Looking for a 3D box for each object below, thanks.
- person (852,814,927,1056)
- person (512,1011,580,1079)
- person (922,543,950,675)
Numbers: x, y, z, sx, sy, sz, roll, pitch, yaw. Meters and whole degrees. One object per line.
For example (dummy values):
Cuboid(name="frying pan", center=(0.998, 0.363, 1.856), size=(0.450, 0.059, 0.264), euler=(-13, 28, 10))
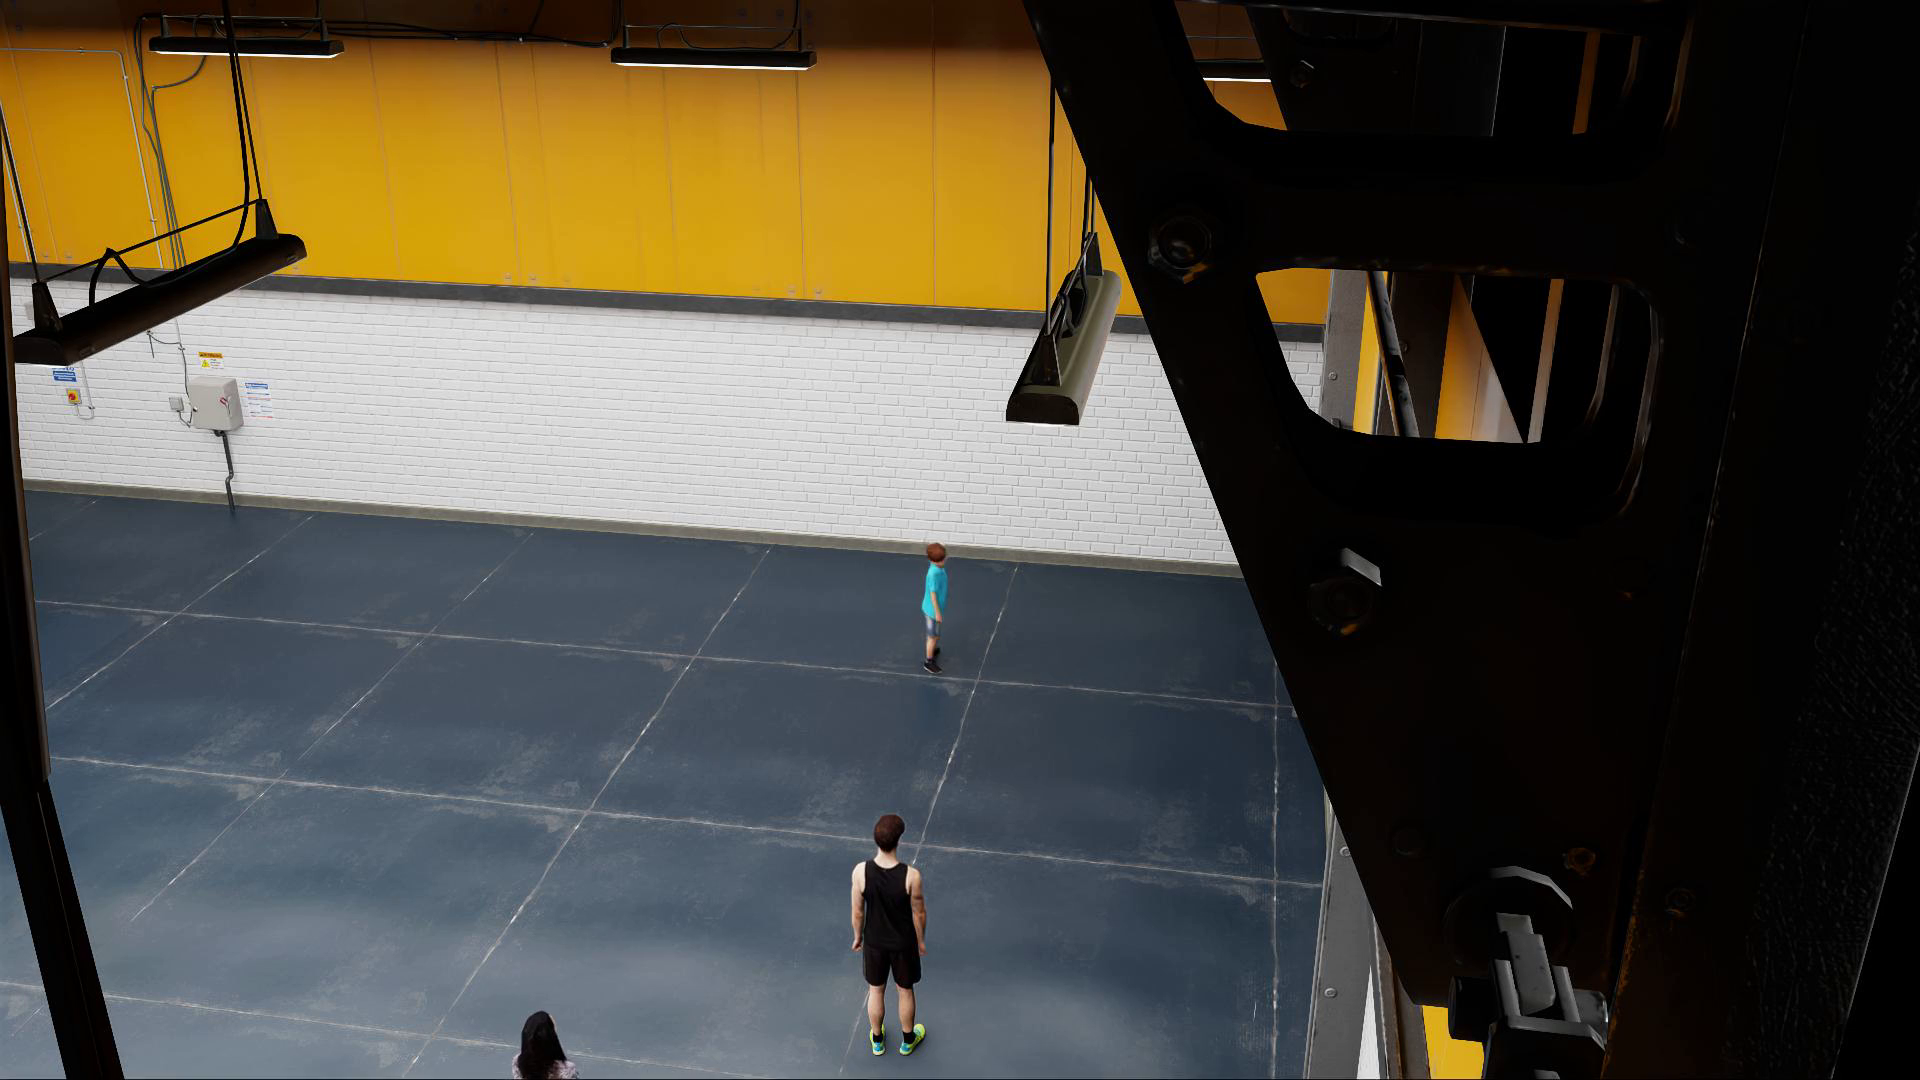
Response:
Cuboid(name="person", center=(-0.489, 2.757, 11.554), size=(0.675, 1.891, 0.563), euler=(3, 24, 7))
Cuboid(name="person", center=(-2.452, 3.580, 9.889), size=(0.636, 1.716, 0.881), euler=(5, 24, 12))
Cuboid(name="person", center=(-0.274, 0.637, 16.979), size=(0.753, 1.430, 0.422), euler=(-1, 24, -3))
